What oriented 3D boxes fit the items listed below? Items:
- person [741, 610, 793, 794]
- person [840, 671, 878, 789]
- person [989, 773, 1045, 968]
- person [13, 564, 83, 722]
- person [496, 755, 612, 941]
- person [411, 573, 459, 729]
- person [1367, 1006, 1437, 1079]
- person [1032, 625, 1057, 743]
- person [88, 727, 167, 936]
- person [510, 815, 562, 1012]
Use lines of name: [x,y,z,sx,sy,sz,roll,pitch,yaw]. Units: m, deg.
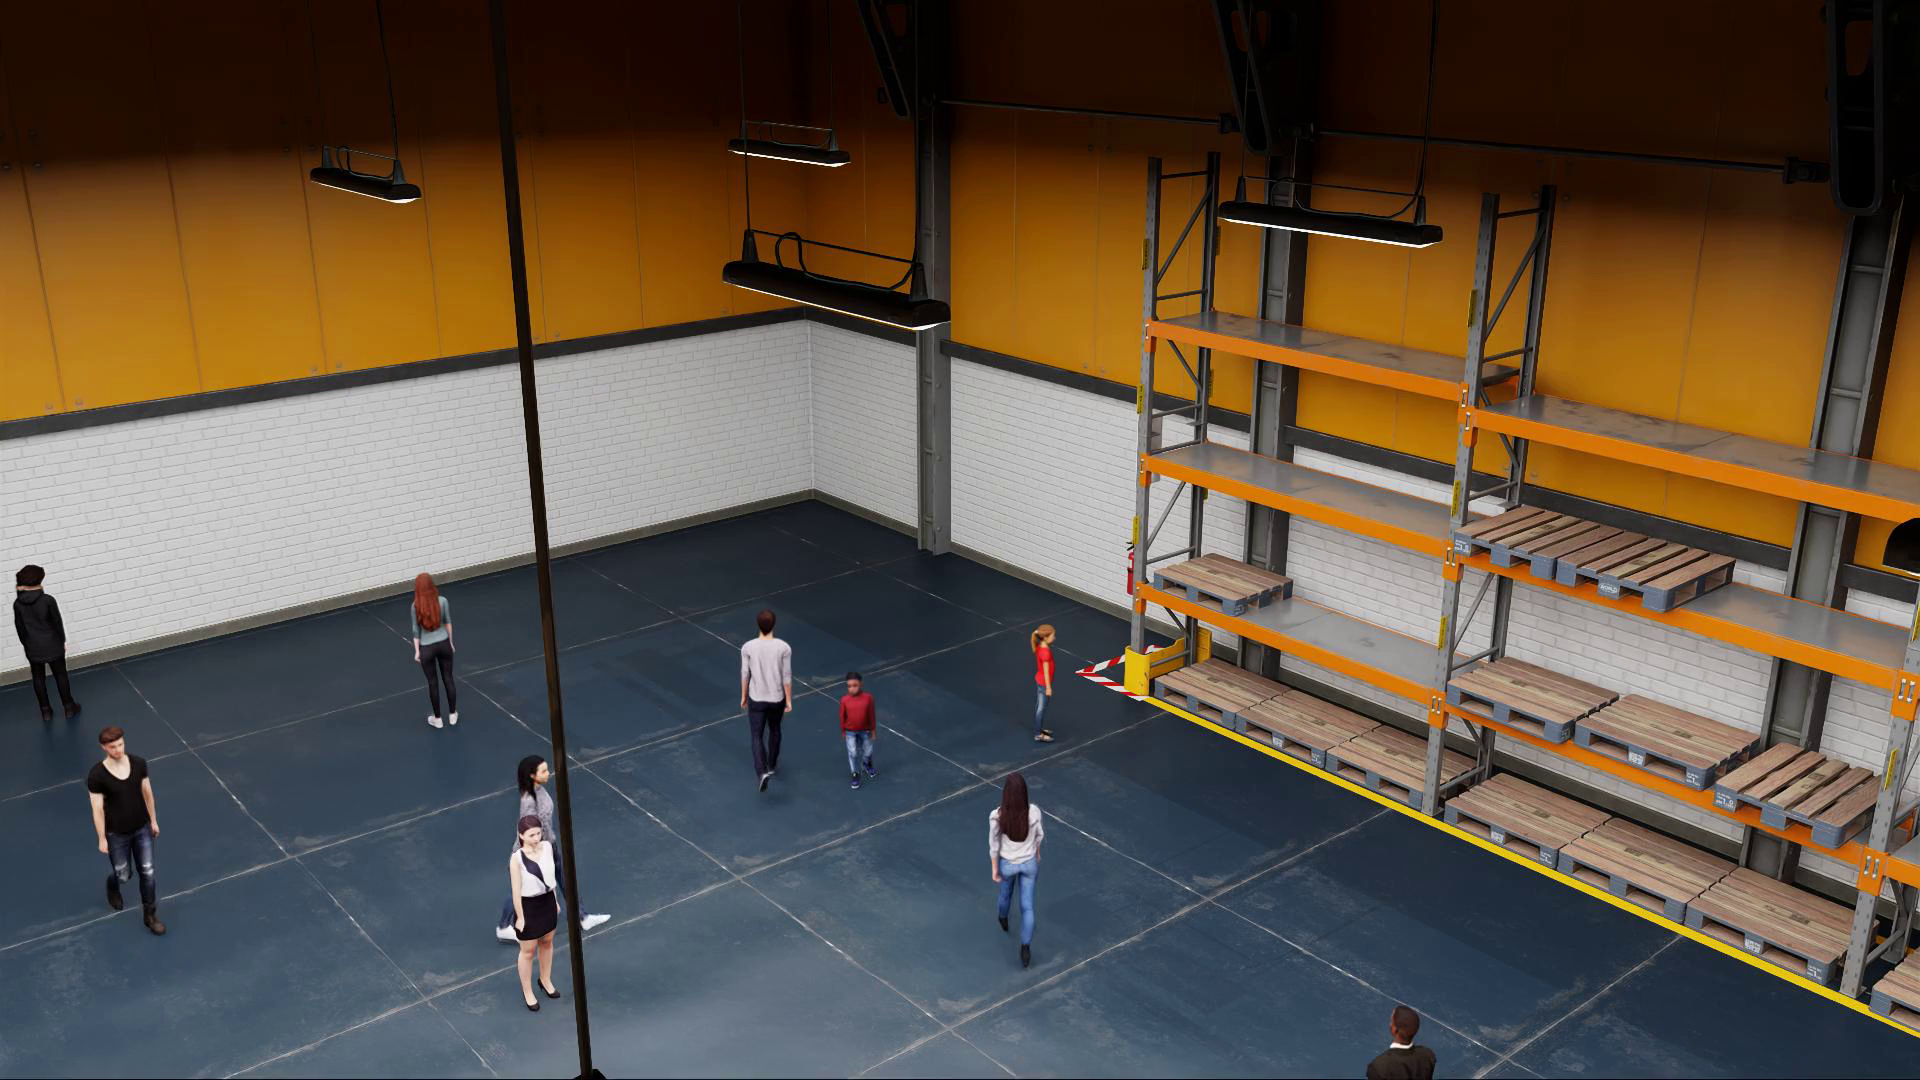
person: [-1.925,1.621,16.617,1.075,1.810,1.217,-3,19,-7]
person: [-1.022,1.875,16.758,0.682,1.240,0.755,-2,19,-7]
person: [0.493,2.736,13.657,0.957,1.586,1.098,-1,19,-4]
person: [-10.002,1.121,18.149,0.718,1.780,0.739,-4,19,-10]
person: [-3.636,2.609,13.890,1.184,1.679,1.187,0,19,0]
person: [-5.691,1.187,18.014,0.608,1.742,0.565,-11,22,-30]
person: [2.743,3.756,10.312,0.797,1.787,0.795,-7,20,-19]
person: [0.885,1.510,17.734,0.610,1.307,0.541,-1,19,-3]
person: [-7.099,2.426,14.121,0.991,1.878,0.708,17,25,41]
person: [-3.329,2.904,13.062,0.578,1.647,0.605,14,23,35]
